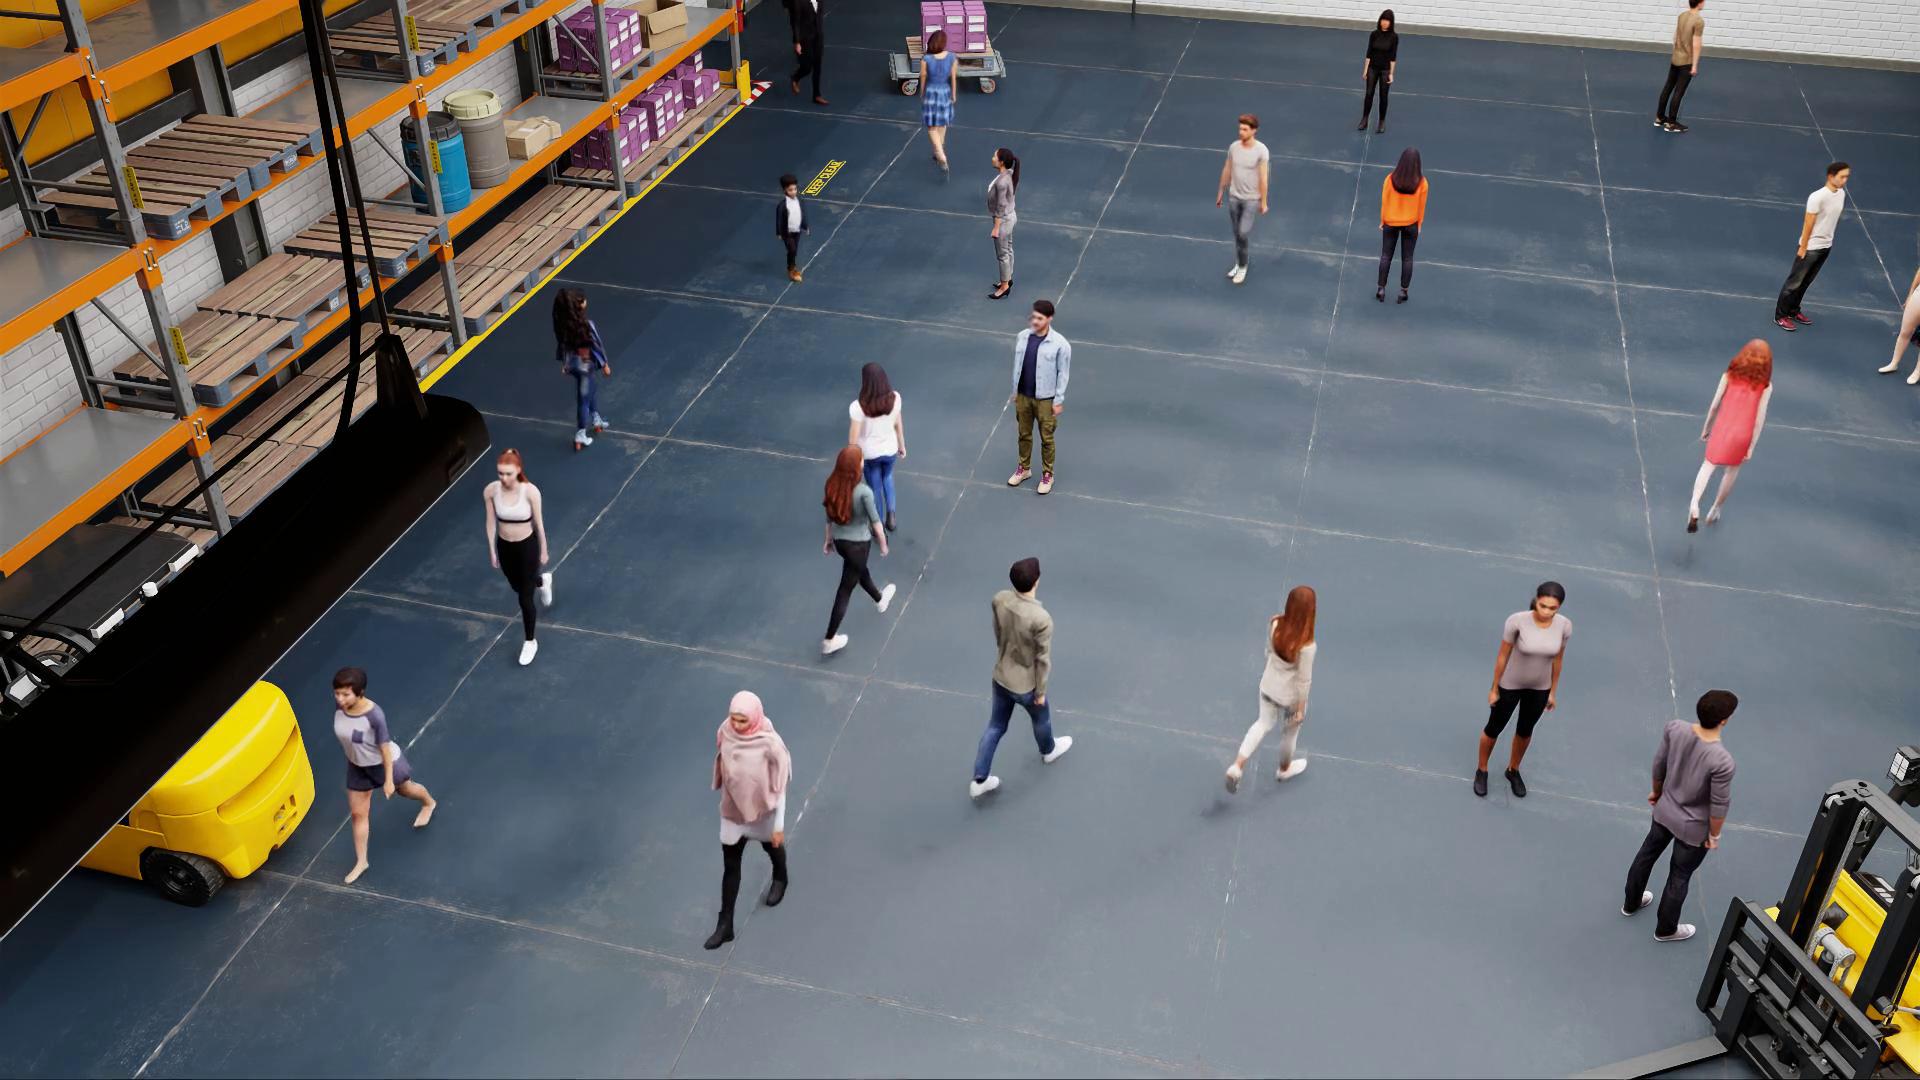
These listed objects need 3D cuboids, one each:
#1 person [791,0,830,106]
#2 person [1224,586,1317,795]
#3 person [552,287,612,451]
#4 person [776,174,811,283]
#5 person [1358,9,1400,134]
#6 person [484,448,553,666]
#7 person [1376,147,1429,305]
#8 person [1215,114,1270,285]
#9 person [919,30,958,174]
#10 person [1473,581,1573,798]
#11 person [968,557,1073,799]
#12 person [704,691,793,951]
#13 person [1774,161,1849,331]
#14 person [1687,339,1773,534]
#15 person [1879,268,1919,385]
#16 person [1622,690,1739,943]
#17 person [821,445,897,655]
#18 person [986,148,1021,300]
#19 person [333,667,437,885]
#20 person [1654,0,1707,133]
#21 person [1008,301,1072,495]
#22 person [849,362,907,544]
[{"bbox_3d":[-2.156,-7.058,23.299,1.025,1.869,1.014,29,43,36],"label":"person"},{"bbox_3d":[2.129,1.050,11.255,1.074,1.699,0.947,-23,40,-30],"label":"person"},{"bbox_3d":[-3.517,-1.546,15.250,0.737,1.599,0.817,19,38,26],"label":"person"},{"bbox_3d":[-1.919,-3.526,18.577,0.696,1.213,0.642,29,43,36],"label":"person"},{"bbox_3d":[5.668,-6.340,22.426,0.596,1.638,0.567,15,37,22],"label":"person"},{"bbox_3d":[-3.353,0.047,12.744,0.688,1.719,1.094,3,34,5],"label":"person"},{"bbox_3d":[4.742,-3.382,17.877,0.629,1.748,0.565,11,35,17],"label":"person"},{"bbox_3d":[3.198,-3.815,18.407,0.830,1.883,0.835,25,41,32],"label":"person"},{"bbox_3d":[-0.261,-5.502,21.039,1.042,1.778,1.197,-11,35,-17],"label":"person"},{"bbox_3d":[3.823,0.990,11.302,0.651,1.745,0.602,2,34,3],"label":"person"},{"bbox_3d":[0.325,0.978,11.250,1.064,1.823,1.295,27,42,34],"label":"person"},{"bbox_3d":[-1.230,1.630,10.318,0.716,1.769,1.082,12,35,18],"label":"person"},{"bbox_3d":[8.929,-3.099,17.405,0.701,1.800,0.771,-19,38,-26],"label":"person"},{"bbox_3d":[6.444,-0.805,13.949,0.839,1.804,1.091,23,40,31],"label":"person"},{"bbox_3d":[9.558,-2.341,16.405,0.654,1.643,0.611,-22,39,-29],"label":"person"},{"bbox_3d":[4.432,1.669,10.182,0.797,1.854,0.721,-16,37,-22],"label":"person"},{"bbox_3d":[-0.873,0.115,12.672,0.881,1.686,1.226,21,39,28],"label":"person"},{"bbox_3d":[0.476,-3.437,18.022,0.668,1.678,0.513,8,34,11],"label":"person"},{"bbox_3d":[-3.775,1.418,10.866,0.664,1.516,1.100,13,36,19],"label":"person"},{"bbox_3d":[9.745,-6.471,22.432,0.809,1.851,0.680,-7,34,-10],"label":"person"},{"bbox_3d":[0.687,-1.275,14.650,0.734,1.812,0.666,18,38,25],"label":"person"},{"bbox_3d":[-0.643,-0.669,13.860,0.738,1.675,0.786,-15,36,-21],"label":"person"}]
